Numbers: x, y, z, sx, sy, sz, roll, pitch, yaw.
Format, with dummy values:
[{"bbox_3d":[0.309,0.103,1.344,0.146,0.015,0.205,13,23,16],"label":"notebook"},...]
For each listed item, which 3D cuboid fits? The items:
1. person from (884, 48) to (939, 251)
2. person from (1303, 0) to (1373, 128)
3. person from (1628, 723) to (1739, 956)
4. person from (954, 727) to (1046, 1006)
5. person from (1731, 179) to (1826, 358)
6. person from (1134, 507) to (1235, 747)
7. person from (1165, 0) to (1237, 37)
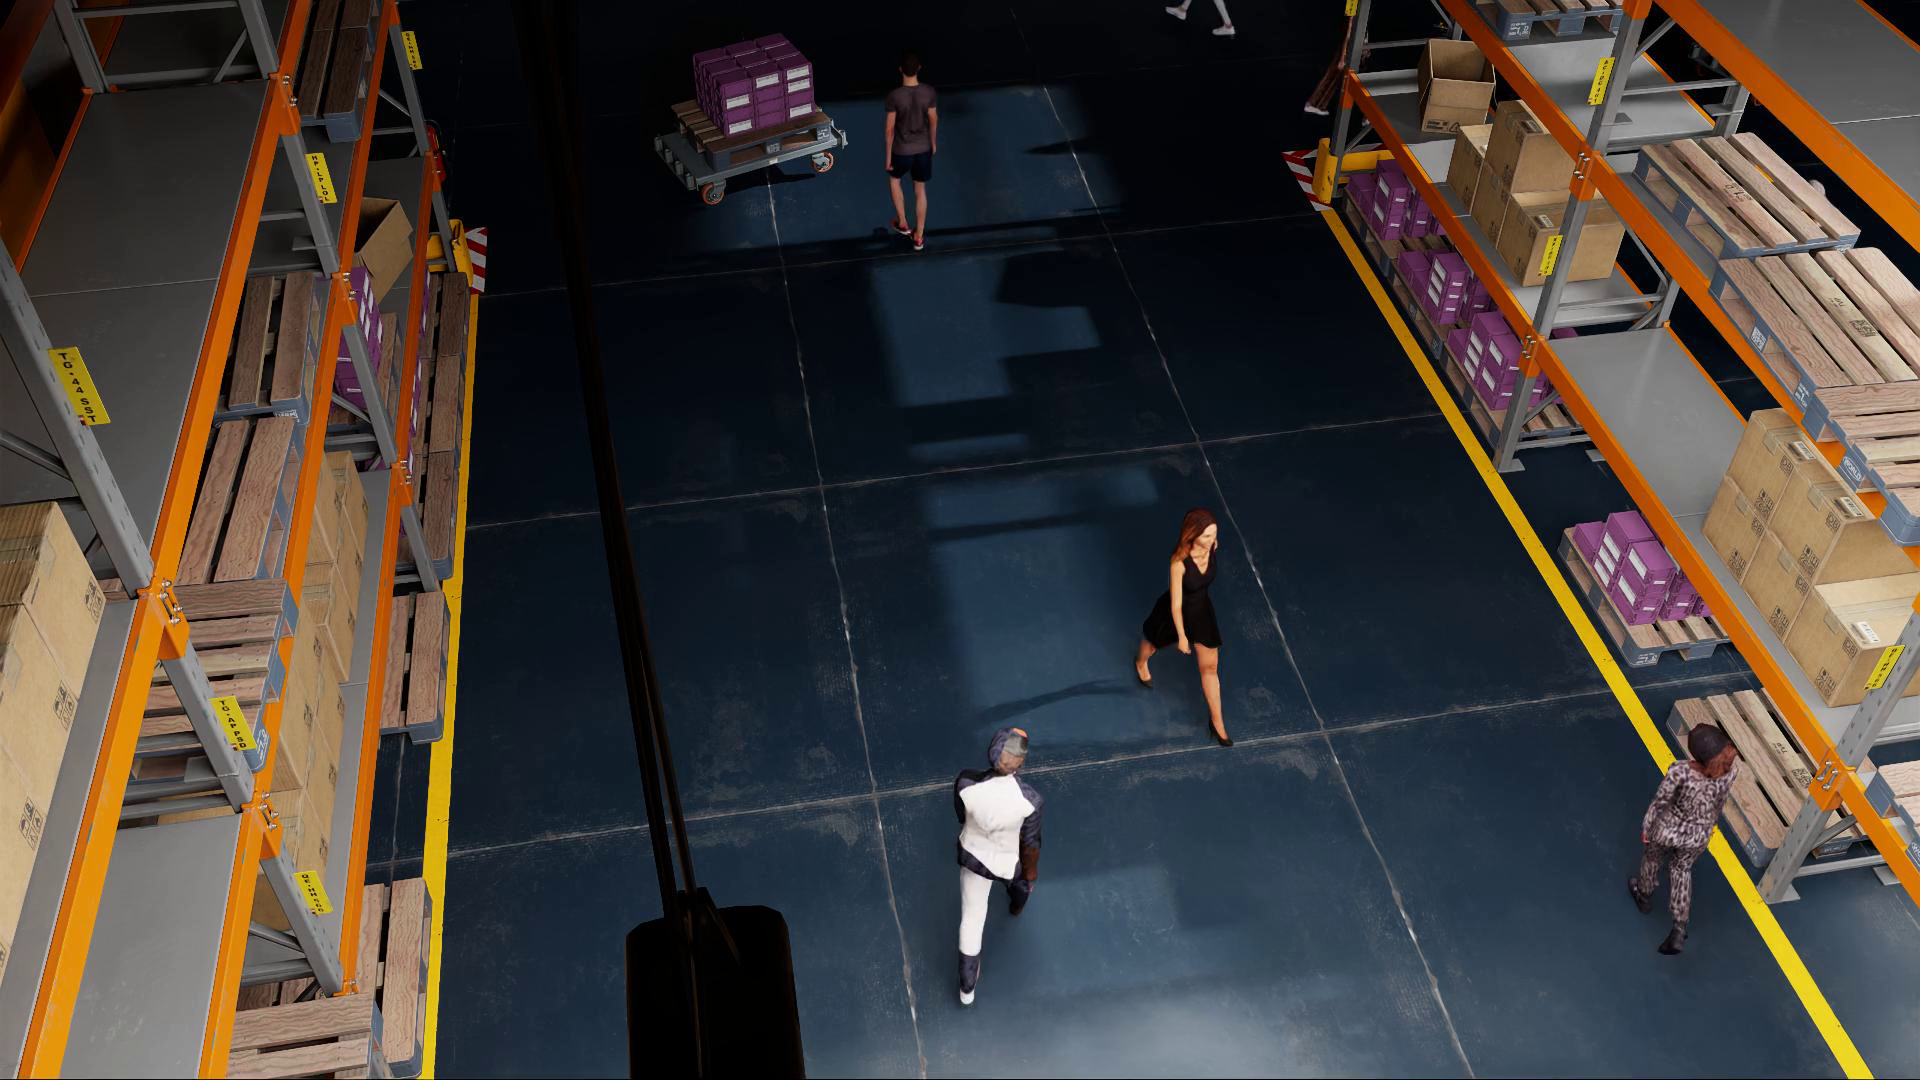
[{"bbox_3d":[-0.406,-3.353,14.525,0.716,1.836,0.756,-13,45,-13],"label":"person"},{"bbox_3d":[3.747,-4.787,16.260,1.008,1.519,1.078,17,46,17],"label":"person"},{"bbox_3d":[4.062,1.697,9.327,0.708,1.693,0.973,1,44,1],"label":"person"},{"bbox_3d":[0.155,1.806,9.100,0.990,1.849,1.290,9,44,9],"label":"person"},{"bbox_3d":[6.624,-2.071,13.280,0.702,1.696,0.759,-16,46,-16],"label":"person"},{"bbox_3d":[1.343,0.461,10.562,0.939,1.780,1.221,-27,50,-26],"label":"person"},{"bbox_3d":[2.696,-6.129,17.567,1.154,1.658,1.082,26,50,25],"label":"person"}]
